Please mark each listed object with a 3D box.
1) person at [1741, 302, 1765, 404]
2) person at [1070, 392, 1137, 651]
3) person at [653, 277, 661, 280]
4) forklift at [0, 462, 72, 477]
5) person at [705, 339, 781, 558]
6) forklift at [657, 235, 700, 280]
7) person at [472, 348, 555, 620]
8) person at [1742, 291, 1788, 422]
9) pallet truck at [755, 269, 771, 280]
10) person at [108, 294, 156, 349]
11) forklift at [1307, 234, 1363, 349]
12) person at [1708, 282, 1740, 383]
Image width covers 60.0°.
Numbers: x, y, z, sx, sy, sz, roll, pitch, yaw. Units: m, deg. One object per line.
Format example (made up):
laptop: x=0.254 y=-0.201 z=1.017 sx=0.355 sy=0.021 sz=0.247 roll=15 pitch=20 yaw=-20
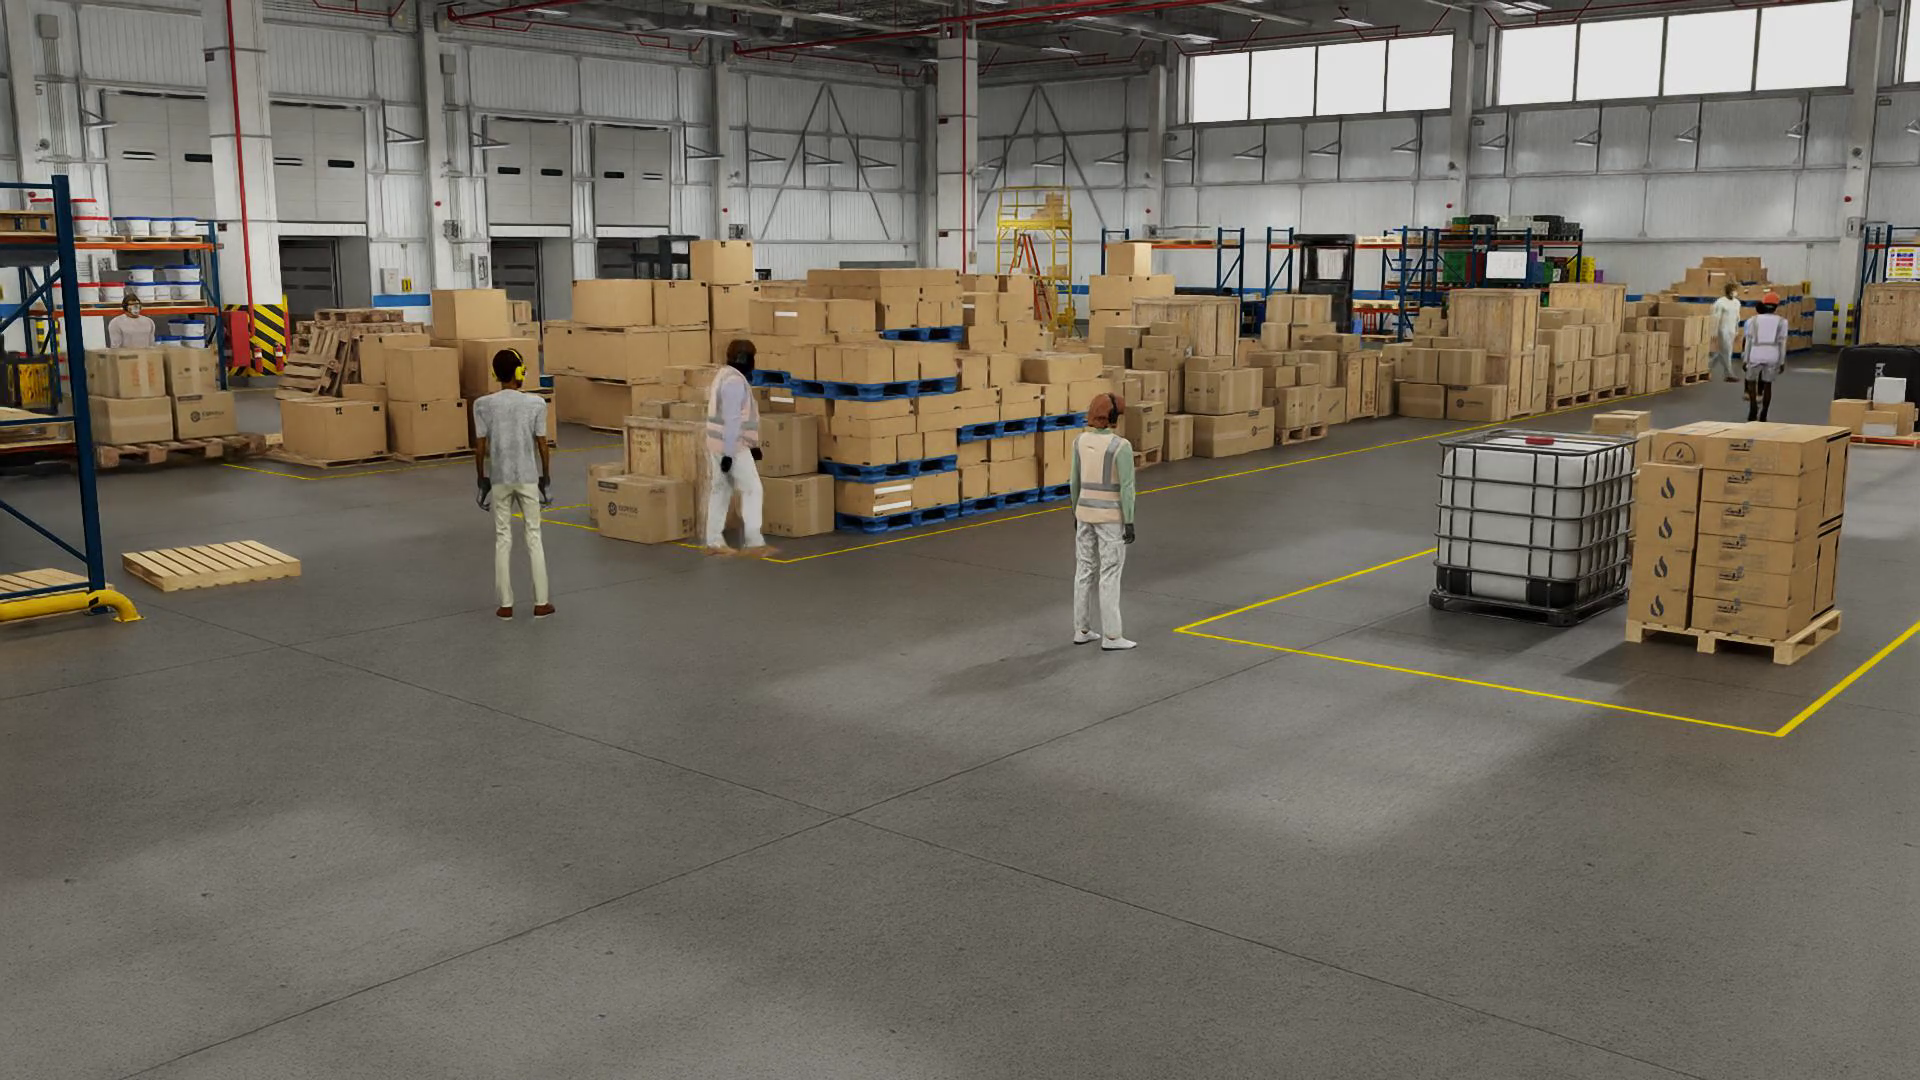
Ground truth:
person: x=13.217 y=-3.100 z=27.518 sx=0.553 sy=1.648 sz=0.856 roll=4 pitch=11 yaw=22
person: x=0.910 y=-0.118 z=10.596 sx=0.311 sy=1.638 sz=0.522 roll=-9 pitch=13 yaw=-41
person: x=-6.524 y=-4.725 z=36.011 sx=0.636 sy=1.931 sz=0.377 roll=-5 pitch=11 yaw=-25
forklift: x=-10.962 y=-2.041 z=18.009 sx=1.129 sy=2.768 sz=1.873 roll=8 pitch=13 yaw=40
person: x=-1.792 y=-0.750 z=13.725 sx=0.734 sy=1.806 sz=0.629 roll=-3 pitch=11 yaw=-19
forklift: x=-6.116 y=-5.275 z=36.425 sx=1.873 sy=2.768 sz=1.129 roll=8 pitch=13 yaw=40
person: x=-3.069 y=-0.376 z=11.430 sx=0.519 sy=1.865 sz=0.335 roll=-2 pitch=10 yaw=-9
person: x=11.671 y=-2.633 z=24.115 sx=0.576 sy=1.915 sz=0.489 roll=4 pitch=11 yaw=21
pallet truck: x=-4.996 y=-6.432 z=45.525 sx=1.885 sy=1.965 sz=0.823 roll=-6 pitch=12 yaw=-32
person: x=-11.052 y=-2.326 z=22.318 sx=0.370 sy=1.939 sz=0.631 roll=6 pitch=12 yaw=31
forklift: x=7.505 y=-4.814 z=33.801 sx=1.129 sy=2.768 sz=1.873 roll=5 pitch=11 yaw=25
person: x=14.650 y=-3.987 z=31.904 sx=0.642 sy=1.904 sz=0.905 roll=-5 pitch=11 yaw=-27
